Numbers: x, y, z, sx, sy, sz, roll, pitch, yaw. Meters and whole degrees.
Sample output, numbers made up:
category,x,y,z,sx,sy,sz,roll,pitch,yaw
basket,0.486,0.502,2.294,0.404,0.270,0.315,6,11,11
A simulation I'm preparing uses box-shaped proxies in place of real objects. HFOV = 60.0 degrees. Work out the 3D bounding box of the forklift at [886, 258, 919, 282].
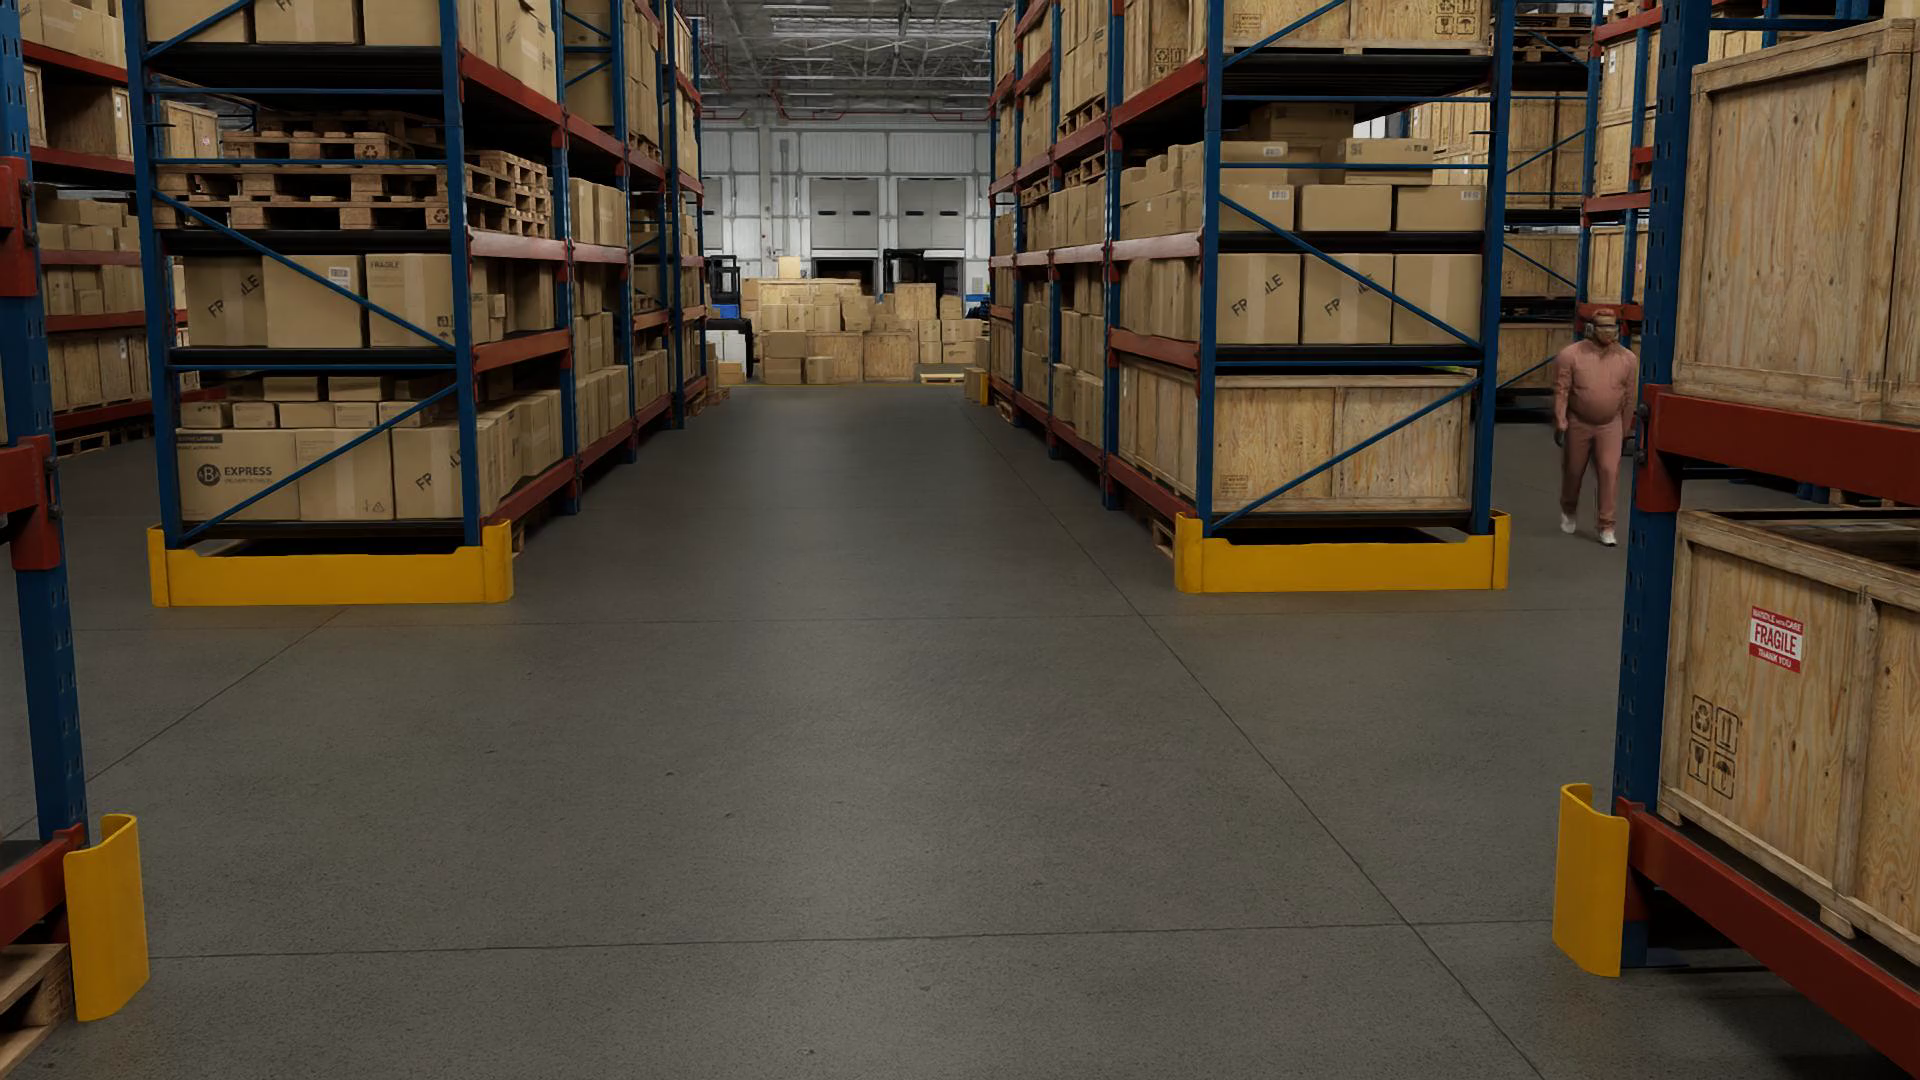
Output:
category,x,y,z,sx,sy,sz,roll,pitch,yaw
forklift,-1.544,-6.484,45.045,1.129,2.768,1.873,-1,9,-4

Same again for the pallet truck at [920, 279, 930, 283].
category,x,y,z,sx,sy,sz,roll,pitch,yaw
pallet truck,-0.932,-8.922,63.114,1.885,1.965,0.823,2,9,13

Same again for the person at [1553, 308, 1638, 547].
category,x,y,z,sx,sy,sz,roll,pitch,yaw
person,5.077,-0.929,13.360,0.641,1.864,0.973,2,9,13

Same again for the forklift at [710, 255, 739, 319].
category,x,y,z,sx,sy,sz,roll,pitch,yaw
forklift,-8.368,-8.713,59.038,1.129,2.768,1.873,-1,9,-4

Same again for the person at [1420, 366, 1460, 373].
category,x,y,z,sx,sy,sz,roll,pitch,yaw
person,4.284,-1.113,15.021,0.317,1.695,0.540,-7,11,-37
